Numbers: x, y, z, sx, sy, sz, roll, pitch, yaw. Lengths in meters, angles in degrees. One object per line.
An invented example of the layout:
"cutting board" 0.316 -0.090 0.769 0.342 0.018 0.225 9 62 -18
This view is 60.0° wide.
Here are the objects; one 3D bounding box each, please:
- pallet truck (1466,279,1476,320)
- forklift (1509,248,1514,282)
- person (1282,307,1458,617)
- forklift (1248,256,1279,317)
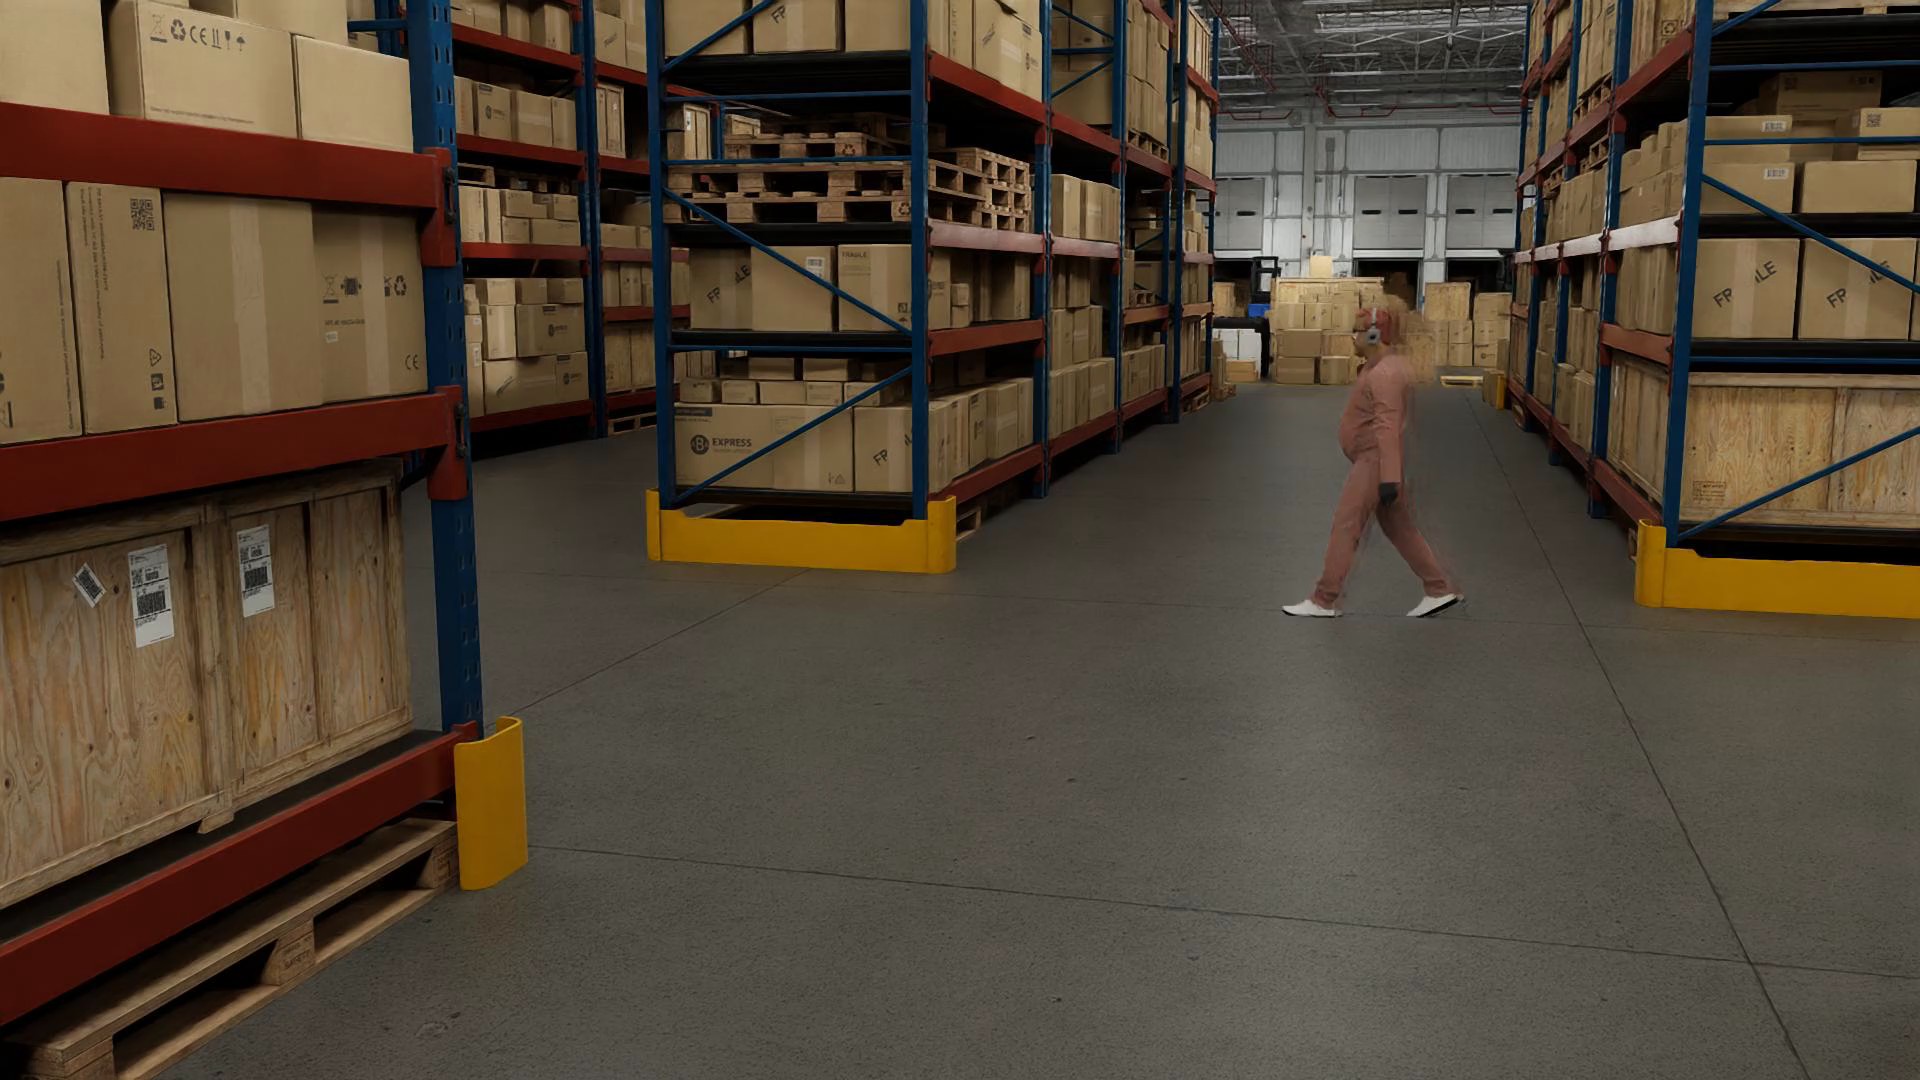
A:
"pallet truck" 18.896 -8.459 60.307 1.885 1.965 0.823 5 10 31
"forklift" 15.279 -6.473 44.896 1.129 2.768 1.873 6 10 31
"person" 2.492 -0.445 9.841 0.994 1.864 0.664 2 9 15
"forklift" 11.269 -9.084 61.485 1.129 2.768 1.873 2 9 15
